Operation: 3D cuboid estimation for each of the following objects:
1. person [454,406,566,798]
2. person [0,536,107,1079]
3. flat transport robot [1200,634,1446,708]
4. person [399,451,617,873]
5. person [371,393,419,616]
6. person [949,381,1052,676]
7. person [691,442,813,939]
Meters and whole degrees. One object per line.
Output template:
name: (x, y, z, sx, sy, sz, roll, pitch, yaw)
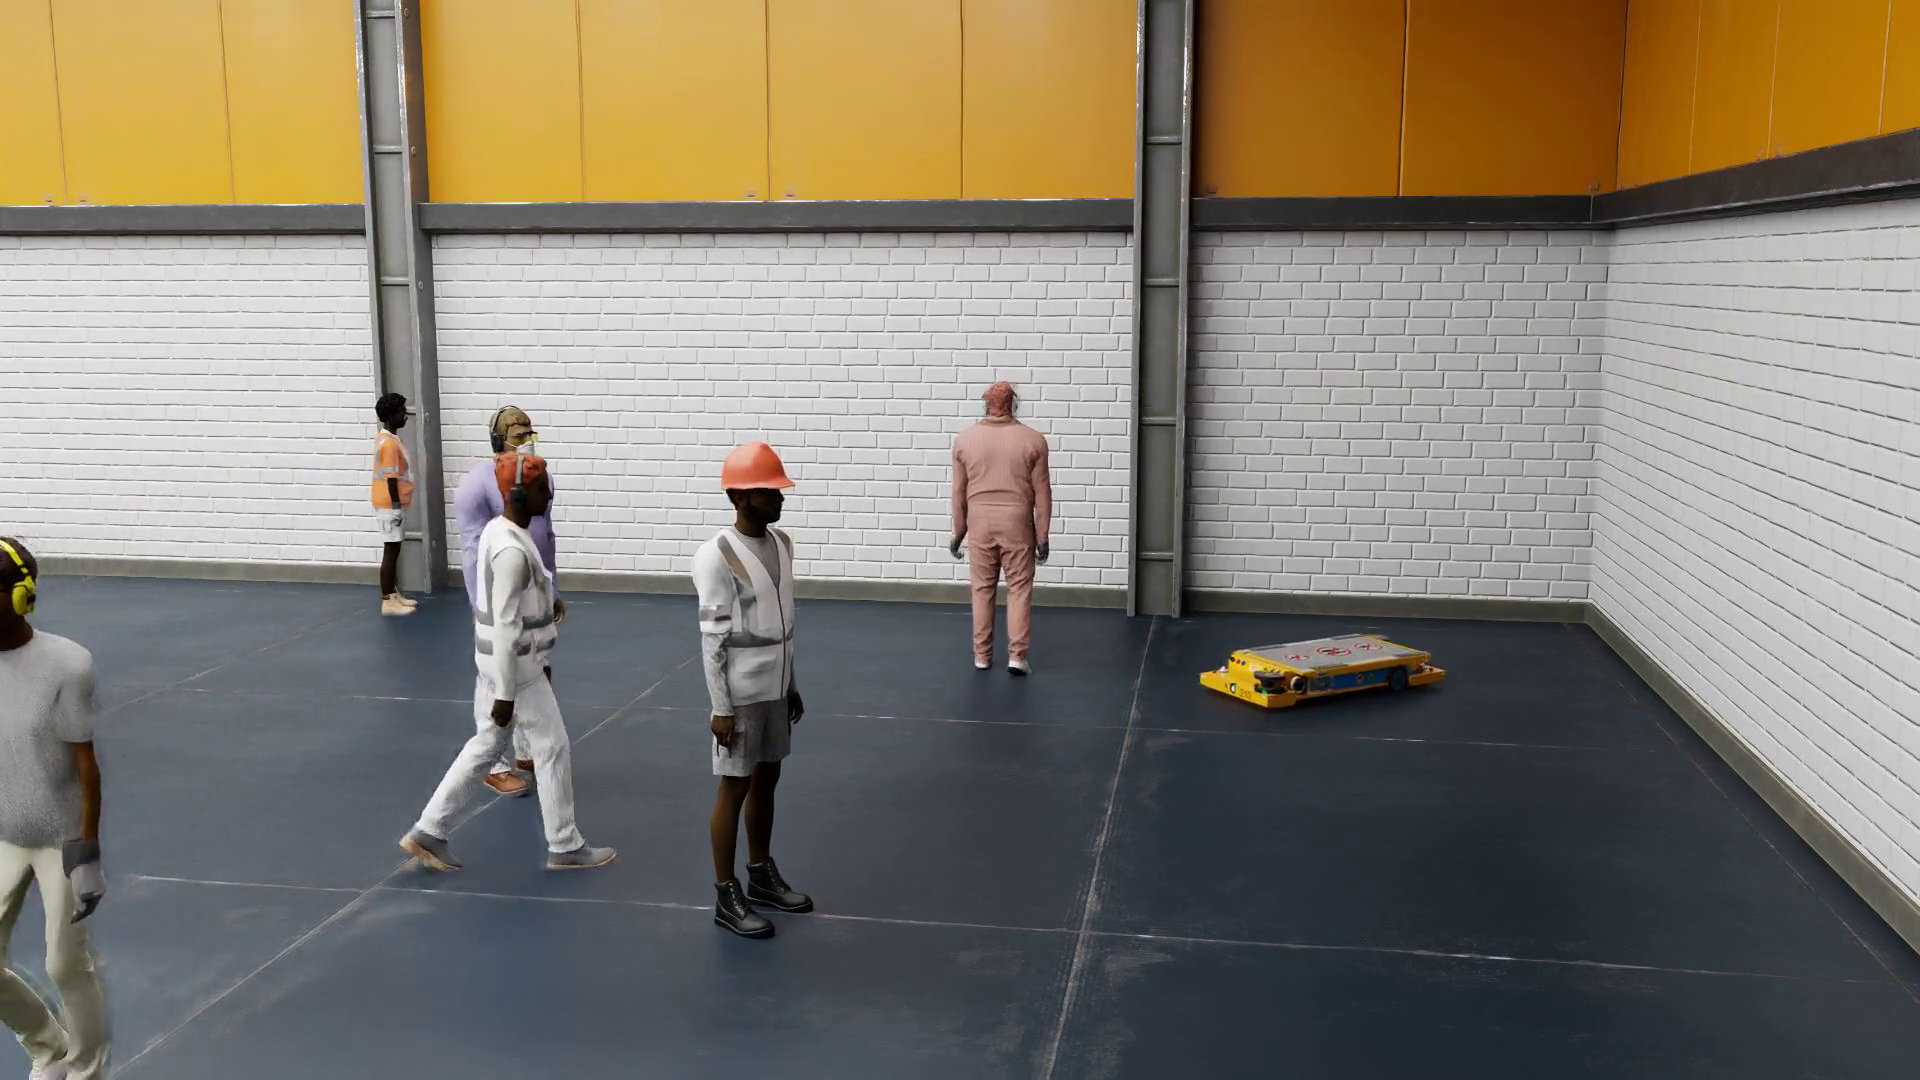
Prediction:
person: (-2.227, 0.294, 8.347, 0.372, 1.940, 0.627, 5, 10, 26)
person: (-2.715, 0.897, 4.889, 0.527, 1.853, 0.399, 2, 9, 10)
flat transport robot: (2.270, 0.798, 10.368, 1.431, 0.197, 0.652, -5, 11, -29)
person: (-1.971, 0.544, 7.133, 0.773, 1.884, 0.592, -4, 10, -22)
person: (-4.295, -0.272, 12.606, 0.321, 1.689, 0.529, -3, 10, -20)
person: (0.254, -0.051, 10.746, 0.678, 1.937, 0.471, 2, 9, 11)
person: (-0.799, 0.582, 6.575, 0.365, 1.938, 0.552, 5, 10, 27)
